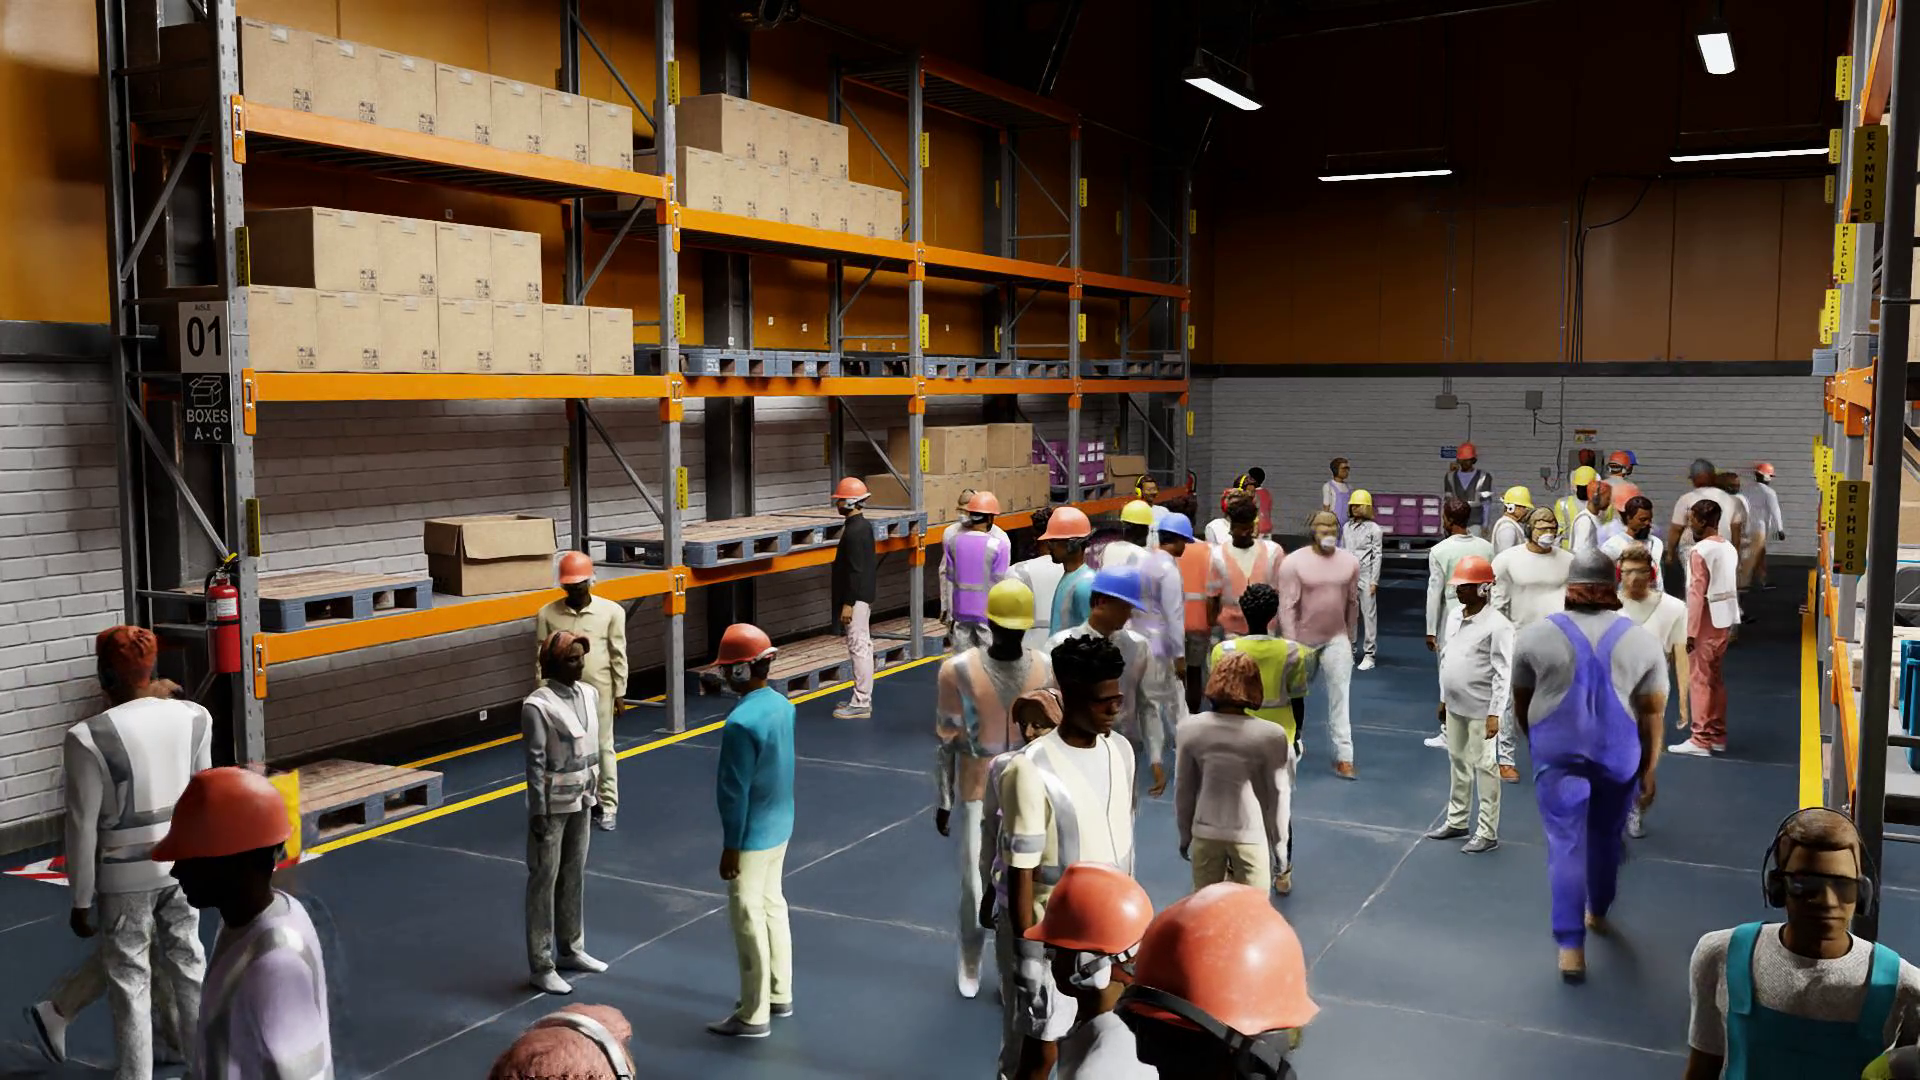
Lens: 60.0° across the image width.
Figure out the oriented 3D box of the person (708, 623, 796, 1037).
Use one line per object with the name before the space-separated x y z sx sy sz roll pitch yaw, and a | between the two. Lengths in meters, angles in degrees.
person | -0.896 1.223 7.118 0.349 1.740 0.574 1 5 15

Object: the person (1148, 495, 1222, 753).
person | 1.656 0.623 12.581 0.611 1.929 0.841 -1 5 -9

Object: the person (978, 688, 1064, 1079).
person | 0.304 1.359 6.190 0.514 1.641 0.307 3 6 28

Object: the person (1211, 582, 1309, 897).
person | 1.595 1.076 8.932 0.541 1.695 0.316 0 5 -4

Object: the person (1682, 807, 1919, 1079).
person | 1.834 1.493 3.647 0.513 1.846 0.340 4 6 34

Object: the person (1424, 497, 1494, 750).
person | 3.776 0.636 12.562 0.581 1.911 0.392 -2 6 -24

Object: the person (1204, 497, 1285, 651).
person | 2.124 0.647 12.253 0.660 1.936 0.509 0 5 4

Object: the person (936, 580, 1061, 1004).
person | 0.198 1.120 7.333 0.593 1.904 0.420 -1 5 -9

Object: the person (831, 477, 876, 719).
person | -0.880 0.477 13.778 0.378 1.996 0.611 0 5 5

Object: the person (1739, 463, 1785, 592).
person | 10.690 -0.159 22.085 0.790 1.715 0.570 -1 5 -9

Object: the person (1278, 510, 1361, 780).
person | 2.557 0.709 11.961 0.632 1.888 1.047 -1 5 -9

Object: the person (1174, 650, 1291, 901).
person | 1.152 1.281 7.057 0.502 1.632 0.279 3 6 28

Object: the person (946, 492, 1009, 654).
person | 0.156 0.582 13.075 0.549 1.923 0.390 3 6 28

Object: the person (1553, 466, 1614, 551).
person | 6.482 0.185 17.323 0.585 1.921 0.383 2 6 16

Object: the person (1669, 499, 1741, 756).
person | 5.598 0.650 12.408 0.603 1.904 0.386 -5 7 -44

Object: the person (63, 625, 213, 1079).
person | -3.022 1.247 6.167 0.354 1.877 0.572 3 6 29

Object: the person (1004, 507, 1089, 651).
person | 0.580 0.760 10.983 0.602 1.956 0.381 -1 5 -8

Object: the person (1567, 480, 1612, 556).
person | 5.873 0.369 15.594 0.396 1.871 0.602 3 6 31

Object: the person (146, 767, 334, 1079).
person | -1.632 1.453 3.919 1.010 1.891 0.549 -2 6 -22

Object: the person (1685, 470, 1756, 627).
person | 8.579 0.108 18.845 0.607 1.788 0.882 -2 6 -22

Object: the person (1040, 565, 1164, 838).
person | 0.657 1.065 8.041 0.644 1.889 0.608 -2 6 -18

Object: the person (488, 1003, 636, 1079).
person | -0.576 1.604 2.327 0.666 1.879 0.561 2 6 23

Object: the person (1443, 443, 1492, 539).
person | 6.463 -0.226 21.229 0.622 2.035 0.429 3 6 31

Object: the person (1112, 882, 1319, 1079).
person | 0.356 1.513 2.438 0.414 2.035 0.609 -4 7 -38

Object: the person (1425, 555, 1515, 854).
person | 3.023 0.961 9.860 0.324 1.752 0.561 -2 6 -22

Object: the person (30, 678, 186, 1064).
person | -3.337 1.332 6.641 0.705 1.615 0.530 -1 5 -12

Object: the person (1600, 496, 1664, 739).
person | 5.190 0.606 12.883 0.604 1.904 0.386 -3 6 -27

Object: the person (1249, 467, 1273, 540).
person | 3.905 -0.110 21.786 0.321 1.685 0.544 5 7 43

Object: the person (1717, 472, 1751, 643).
person | 8.218 0.186 17.811 0.429 1.833 0.637 3 6 31

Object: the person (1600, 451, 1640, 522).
person | 7.679 -0.047 19.502 0.616 1.986 0.407 5 7 43

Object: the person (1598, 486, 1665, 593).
person | 5.863 0.471 14.491 0.595 1.873 0.906 2 6 17

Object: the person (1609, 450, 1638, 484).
person | 8.331 -0.161 20.970 0.418 1.939 0.611 -1 5 -7

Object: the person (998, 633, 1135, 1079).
person | 0.381 1.270 5.471 0.383 1.958 0.608 5 7 43

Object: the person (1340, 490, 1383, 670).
person | 3.867 0.381 16.150 0.289 1.746 0.485 -4 7 -37

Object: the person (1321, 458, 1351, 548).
person | 4.758 -0.114 20.941 0.506 1.847 0.345 -5 7 -42

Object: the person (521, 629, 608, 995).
person | -1.819 1.223 7.638 0.314 1.641 0.515 2 6 22

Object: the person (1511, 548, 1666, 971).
person | 3.015 0.990 8.024 0.677 2.000 1.111 1 5 14

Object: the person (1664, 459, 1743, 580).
person | 7.800 0.101 17.585 0.697 2.000 1.048 -1 5 -12

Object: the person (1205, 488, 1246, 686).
person | 2.393 0.449 14.882 0.570 1.843 0.372 -5 7 -42

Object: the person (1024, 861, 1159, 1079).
person | 0.292 1.548 3.543 0.326 1.752 0.561 2 6 19

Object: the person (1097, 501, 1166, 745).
person | 1.332 0.654 12.421 0.844 1.889 0.592 -3 6 -27

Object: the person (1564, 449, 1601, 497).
person | 8.549 -0.307 22.824 0.358 1.881 0.574 -3 6 -29

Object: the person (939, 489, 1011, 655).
person | 0.103 0.549 13.342 0.627 1.934 0.371 3 6 31

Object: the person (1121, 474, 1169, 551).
person | 1.841 0.284 16.498 0.531 1.876 0.317 -1 5 -7

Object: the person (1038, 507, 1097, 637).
person | 0.652 0.823 9.803 0.394 2.041 0.612 -1 5 -6

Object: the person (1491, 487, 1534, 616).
person | 5.089 0.418 15.338 0.403 1.823 0.586 1 6 15

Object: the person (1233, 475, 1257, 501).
person | 2.831 0.275 16.732 0.351 1.856 0.519 2 6 20

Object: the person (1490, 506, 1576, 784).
person | 3.967 0.728 11.473 0.635 1.932 0.363 0 5 2

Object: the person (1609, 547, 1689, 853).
person | 3.997 0.942 9.846 0.571 1.796 0.963 2 6 17

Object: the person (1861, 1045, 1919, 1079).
person | 2.089 1.589 3.385 0.537 1.698 0.320 1 6 16

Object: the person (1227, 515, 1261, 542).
person | 2.430 0.564 14.190 0.297 1.743 0.493 -3 6 -29

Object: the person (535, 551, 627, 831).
person | -2.341 0.931 10.262 0.570 1.741 0.360 0 5 -1
